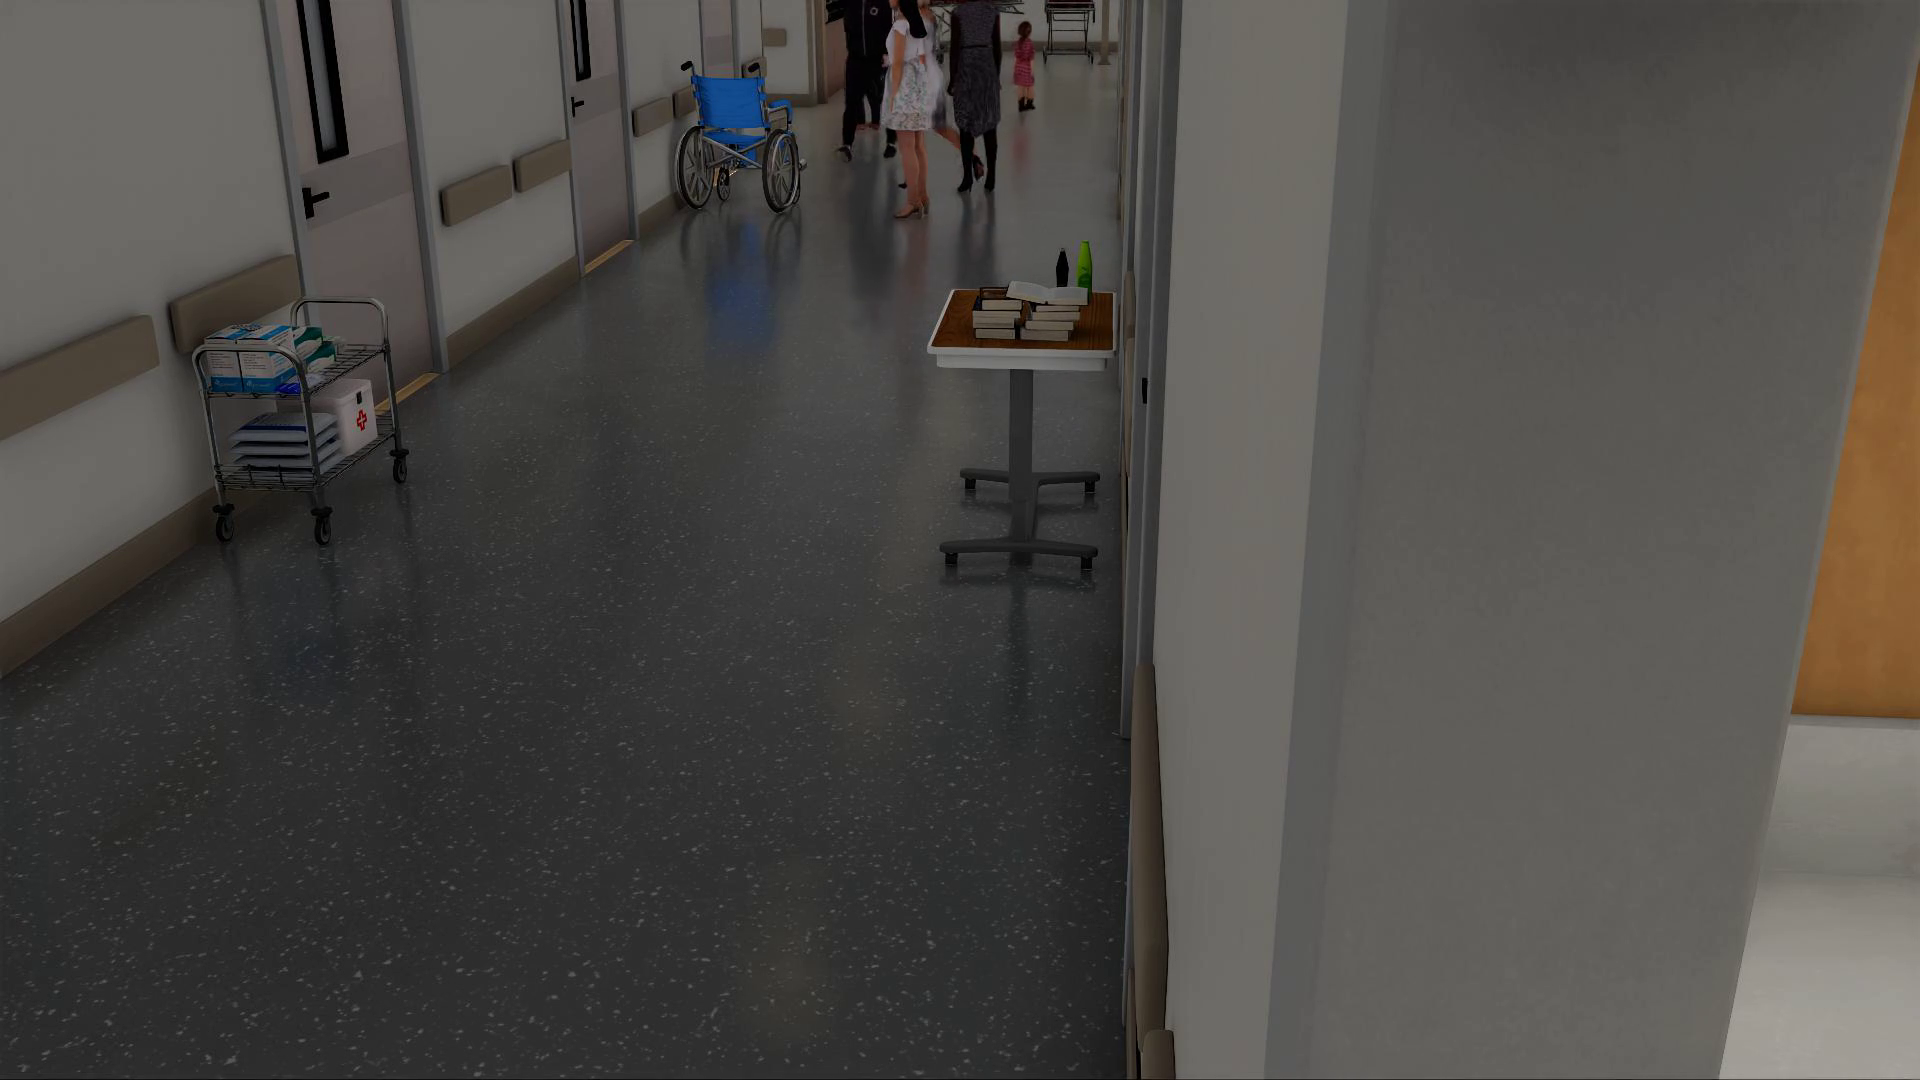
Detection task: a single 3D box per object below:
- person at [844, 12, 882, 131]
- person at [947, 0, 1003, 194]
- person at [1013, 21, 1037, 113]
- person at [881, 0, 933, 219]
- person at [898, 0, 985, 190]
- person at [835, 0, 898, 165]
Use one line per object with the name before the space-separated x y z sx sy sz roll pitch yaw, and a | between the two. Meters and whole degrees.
person | -1.027 -5.241 17.704 0.766 1.713 0.654 12 24 29
person | 0.130 -3.799 13.789 0.693 1.788 0.668 -6 22 -17
person | 0.734 -5.531 19.455 0.504 1.014 0.581 9 23 23
person | -0.397 -3.355 12.644 0.777 1.769 0.633 6 22 15
person | -0.196 -3.756 13.766 0.793 1.725 0.941 8 22 19
person | -0.768 -4.351 15.267 0.828 1.774 1.264 5 21 13
